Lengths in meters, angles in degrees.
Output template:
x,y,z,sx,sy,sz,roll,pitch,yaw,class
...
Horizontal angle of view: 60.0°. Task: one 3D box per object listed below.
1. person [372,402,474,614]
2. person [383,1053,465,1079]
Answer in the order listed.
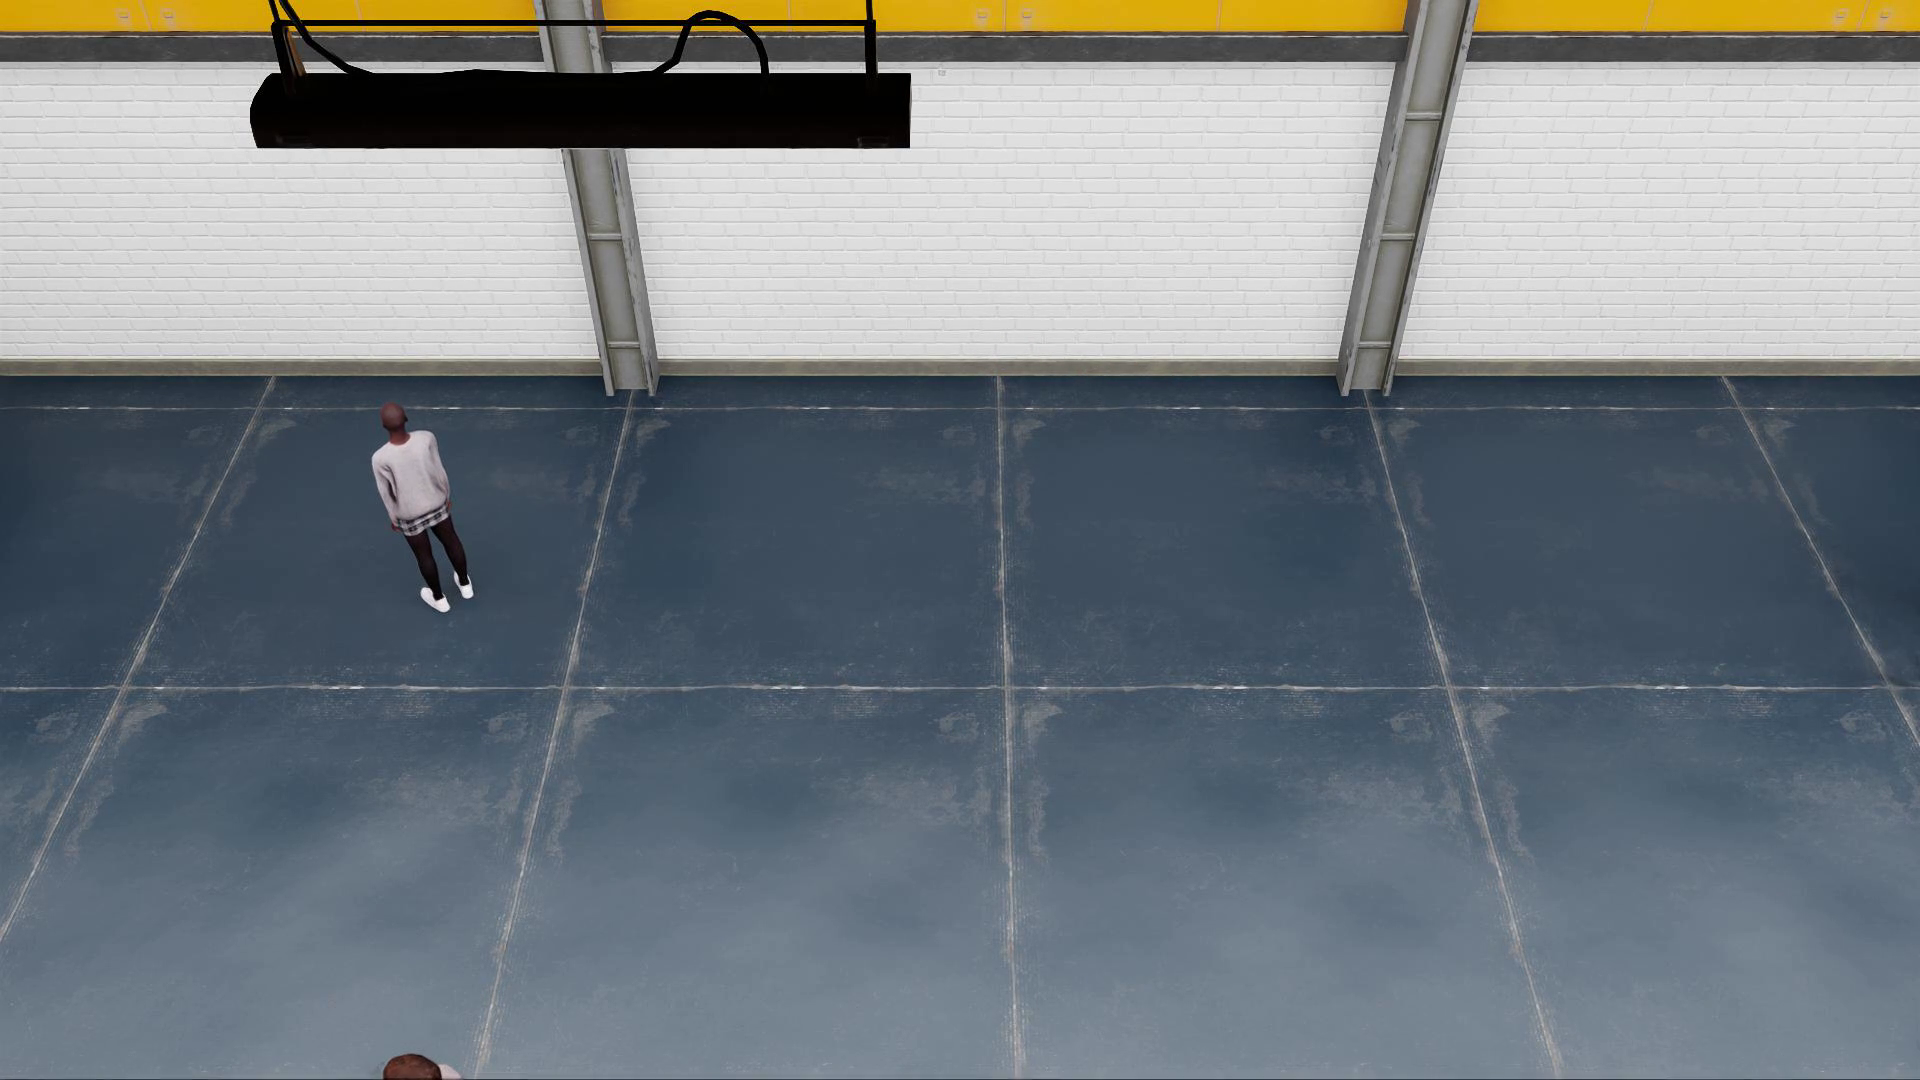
x,y,z,sx,sy,sz,roll,pitch,yaw,class
-3.656,-0.227,11.290,0.670,1.771,0.752,-29,51,-27,person
-2.375,2.966,7.843,0.603,1.904,0.694,-4,44,-4,person
